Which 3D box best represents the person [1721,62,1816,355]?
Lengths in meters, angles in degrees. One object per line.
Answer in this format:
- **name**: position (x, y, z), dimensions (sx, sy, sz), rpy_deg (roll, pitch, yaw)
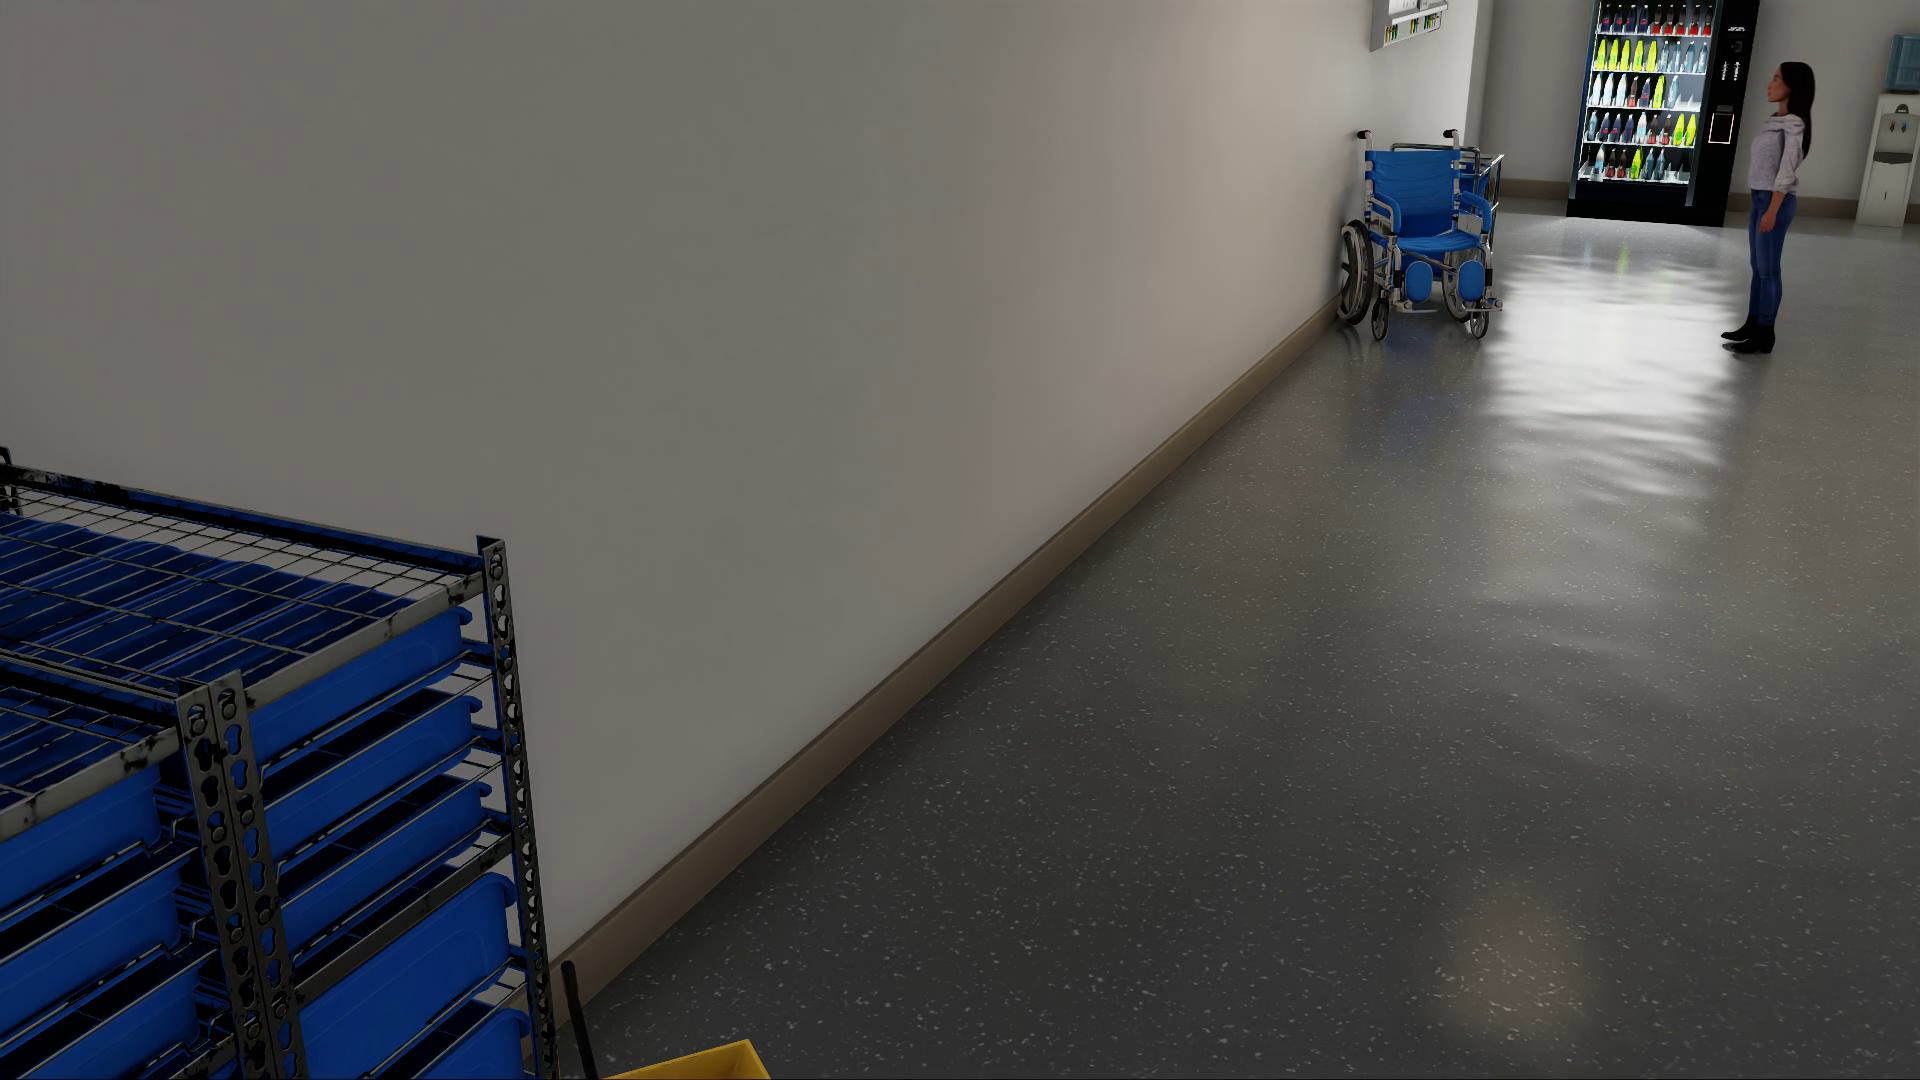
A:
- **person**: position (4.650, -1.896, 9.502), dimensions (0.580, 1.633, 0.644), rpy_deg (5, 21, 12)
